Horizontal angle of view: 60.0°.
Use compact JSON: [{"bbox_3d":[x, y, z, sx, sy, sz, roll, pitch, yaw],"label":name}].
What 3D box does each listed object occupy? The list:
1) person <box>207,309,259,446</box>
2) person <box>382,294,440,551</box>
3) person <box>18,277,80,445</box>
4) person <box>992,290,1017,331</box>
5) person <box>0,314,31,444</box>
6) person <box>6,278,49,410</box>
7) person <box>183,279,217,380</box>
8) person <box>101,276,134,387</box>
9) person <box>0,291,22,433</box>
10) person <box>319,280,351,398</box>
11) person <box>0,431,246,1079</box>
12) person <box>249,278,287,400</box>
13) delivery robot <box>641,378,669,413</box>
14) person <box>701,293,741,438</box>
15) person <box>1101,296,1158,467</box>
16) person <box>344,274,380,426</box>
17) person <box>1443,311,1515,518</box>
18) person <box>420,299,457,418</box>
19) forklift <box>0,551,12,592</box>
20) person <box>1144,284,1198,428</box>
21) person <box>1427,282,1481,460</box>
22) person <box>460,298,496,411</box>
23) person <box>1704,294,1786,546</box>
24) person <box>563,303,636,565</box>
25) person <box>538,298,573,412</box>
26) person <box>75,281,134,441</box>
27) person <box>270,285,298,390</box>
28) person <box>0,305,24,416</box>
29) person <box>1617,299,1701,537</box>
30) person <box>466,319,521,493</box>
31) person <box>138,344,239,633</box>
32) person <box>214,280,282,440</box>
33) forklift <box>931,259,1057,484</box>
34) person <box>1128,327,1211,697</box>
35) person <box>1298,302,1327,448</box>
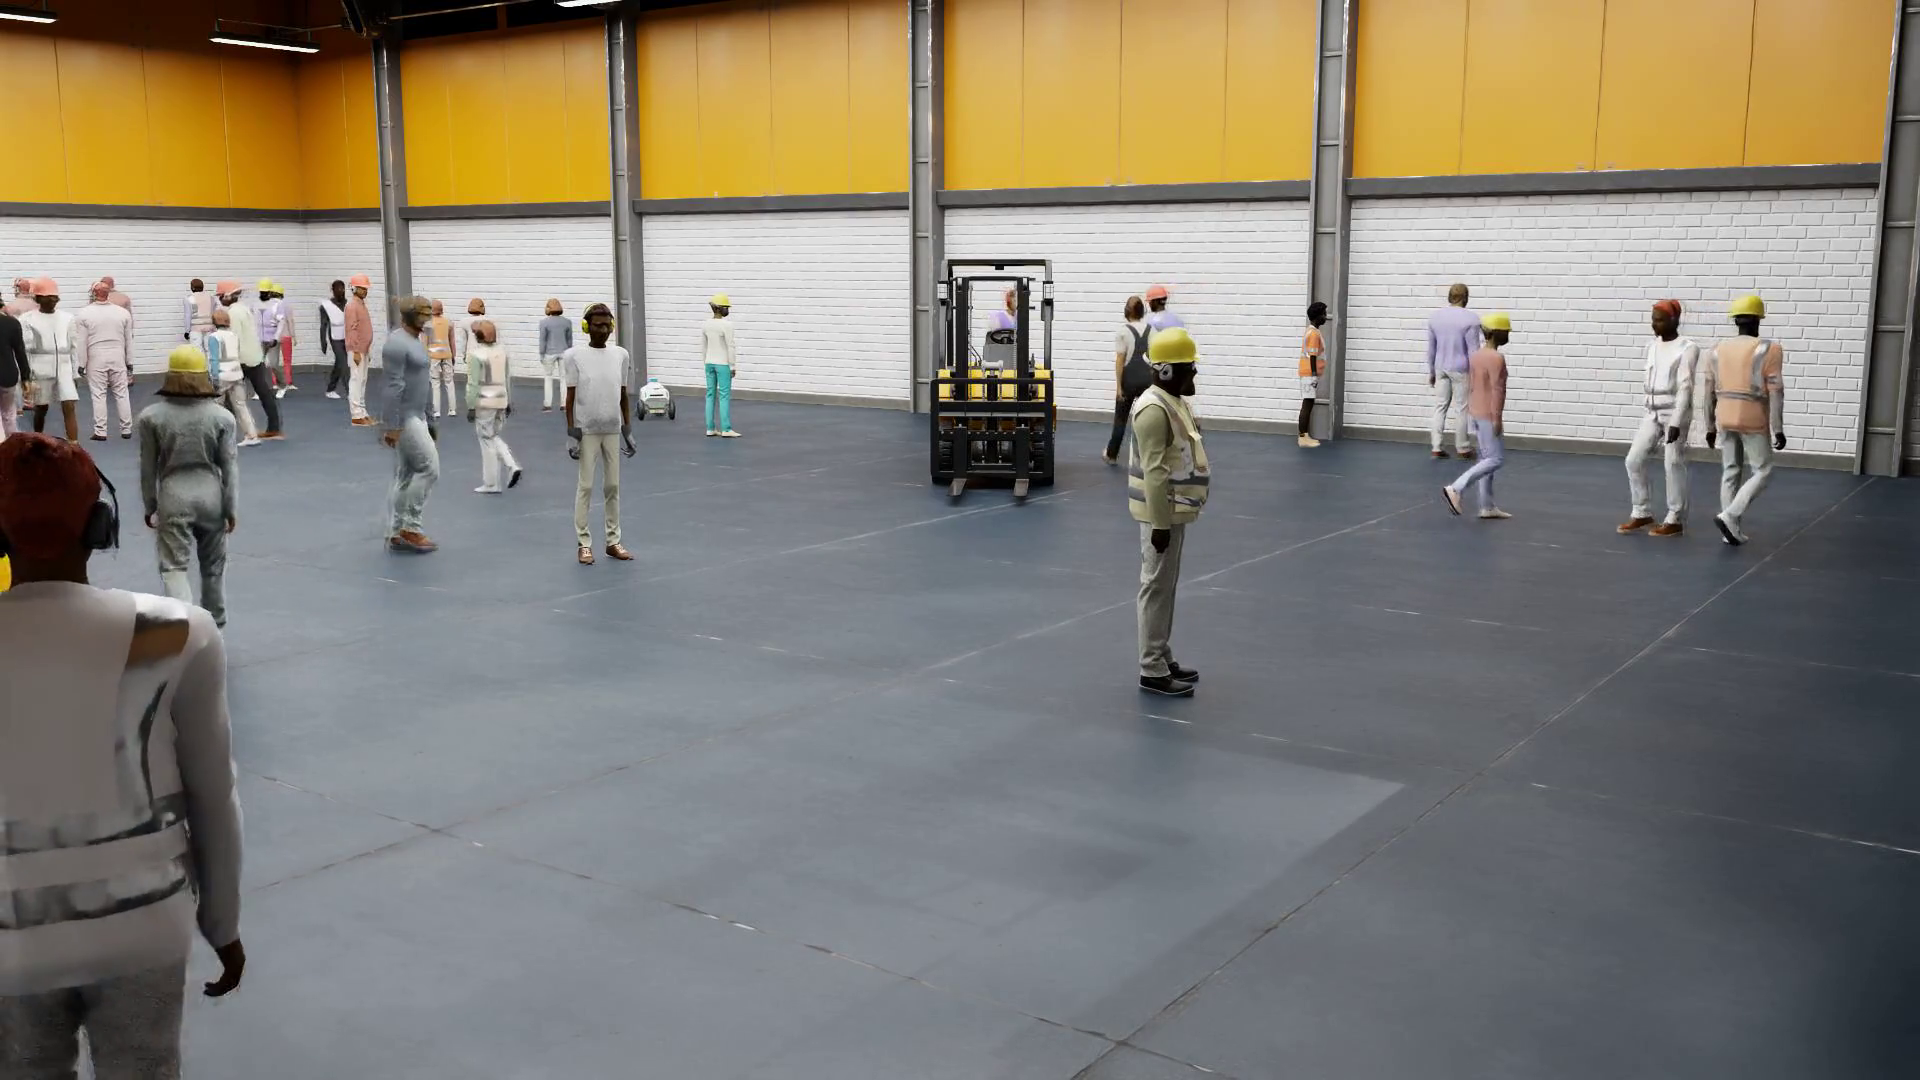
[{"bbox_3d":[-8.577,-1.870,19.319,0.674,1.604,0.537,3,10,15],"label":"person"},{"bbox_3d":[-4.044,-0.859,12.366,0.573,1.910,0.661,0,10,-3],"label":"person"},{"bbox_3d":[-9.771,-1.815,17.846,1.064,1.993,0.628,8,12,40],"label":"person"},{"bbox_3d":[0.567,-2.178,20.539,0.565,1.809,0.527,-9,13,-44],"label":"person"},{"bbox_3d":[-9.821,-1.630,16.853,0.615,1.940,1.002,-9,13,-42],"label":"person"},{"bbox_3d":[-13.540,-2.833,24.125,0.410,1.913,0.643,3,10,17],"label":"person"},{"bbox_3d":[-13.686,-3.777,29.946,0.429,1.842,0.633,6,11,33],"label":"person"},{"bbox_3d":[-14.559,-3.576,28.592,0.647,1.904,0.400,-5,11,-26],"label":"person"},{"bbox_3d":[-11.718,-2.150,20.252,0.429,1.846,0.625,0,10,-1],"label":"person"},{"bbox_3d":[-9.667,-3.113,25.950,1.027,1.869,0.583,6,11,33],"label":"person"},{"bbox_3d":[-1.613,0.734,3.034,0.582,1.864,0.436,-3,10,-16],"label":"person"},{"bbox_3d":[-10.810,-3.144,26.008,0.600,1.898,0.583,1,10,6],"label":"person"},{"bbox_3d":[-4.187,-1.983,22.809,0.477,0.478,0.707,-2,10,-14],"label":"delivery robot"},{"bbox_3d":[-2.948,-2.138,20.418,0.526,1.765,0.329,7,12,36],"label":"person"},{"bbox_3d":[1.774,-1.603,17.132,0.524,1.789,0.981,-3,10,-19],"label":"person"},{"bbox_3d":[-7.875,-2.493,21.863,0.392,1.990,0.612,-1,10,-5],"label":"person"},{"bbox_3d":[4.354,-1.031,13.844,0.539,1.750,0.539,0,10,0],"label":"person"},{"bbox_3d":[-7.205,-2.504,22.978,0.311,1.636,0.523,9,13,44],"label":"person"},{"bbox_3d":[-5.296,-0.090,6.943,1.214,2.155,2.313,7,12,35],"label":"forklift"},{"bbox_3d":[2.424,-2.031,19.405,0.554,1.903,0.856,-7,12,-37],"label":"person"},{"bbox_3d":[5.378,-1.825,18.064,0.414,1.938,0.641,-8,13,-40],"label":"person"},{"bbox_3d":[-6.898,-2.647,23.836,0.507,1.632,0.275,0,10,2],"label":"person"},{"bbox_3d":[5.875,-0.882,12.488,0.614,1.912,0.641,-6,11,-32],"label":"person"},{"bbox_3d":[-2.577,-0.764,11.933,0.512,1.868,0.329,-7,12,-35],"label":"person"},{"bbox_3d":[-5.805,-2.649,23.878,0.517,1.632,0.321,-6,11,-32],"label":"person"},{"bbox_3d":[-10.330,-2.157,20.093,0.409,1.912,0.651,9,13,44],"label":"person"},{"bbox_3d":[-11.387,-3.384,27.861,0.531,1.765,0.324,2,10,9],"label":"person"},{"bbox_3d":[-13.253,-2.511,23.026,0.279,1.634,0.498,6,11,33],"label":"person"},{"bbox_3d":[5.431,-0.931,12.929,0.644,1.863,0.605,-3,10,-19],"label":"person"},{"bbox_3d":[-4.355,-1.232,15.404,0.388,1.623,0.536,4,10,22],"label":"person"},{"bbox_3d":[-4.108,-0.187,8.910,0.488,1.720,0.748,-5,11,-28],"label":"person"},{"bbox_3d":[-8.674,-2.152,20.002,0.980,1.927,0.602,0,10,3],"label":"person"},{"bbox_3d":[0.370,-1.738,16.759,1.214,2.155,2.313,1,10,3],"label":"forklift"},{"bbox_3d":[1.049,-0.145,8.346,0.403,1.833,0.591,2,10,14],"label":"person"},{"bbox_3d":[4.094,-1.919,19.343,0.321,1.691,0.532,2,10,9],"label":"person"}]
